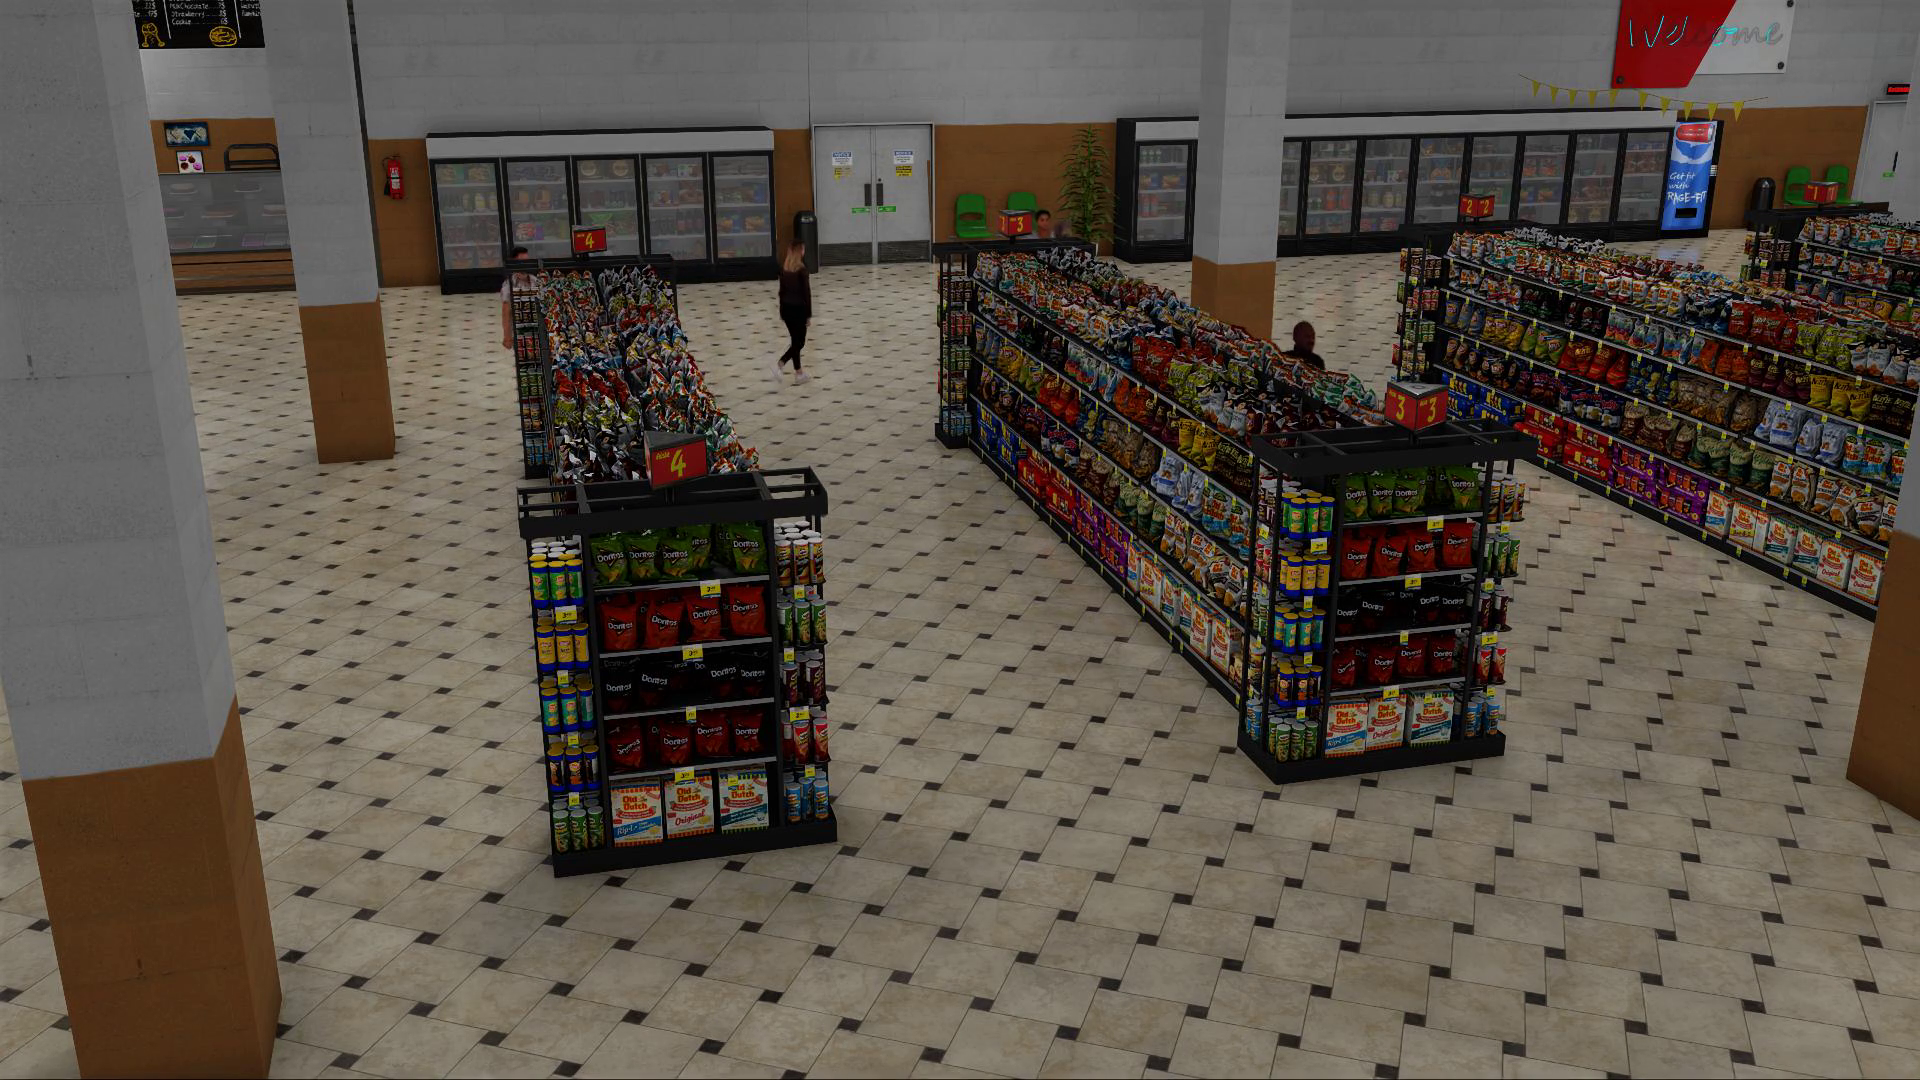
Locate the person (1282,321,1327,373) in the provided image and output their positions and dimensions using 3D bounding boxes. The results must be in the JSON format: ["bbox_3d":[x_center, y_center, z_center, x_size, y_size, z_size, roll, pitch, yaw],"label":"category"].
[{"bbox_3d":[2.787,-0.980,14.147,0.735,1.808,0.806,-6,20,-18],"label":"person"}]

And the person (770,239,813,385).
[{"bbox_3d":[-1.962,-2.588,19.111,1.009,1.684,1.011,14,23,36],"label":"person"}]

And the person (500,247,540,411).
[{"bbox_3d":[-4.751,-2.237,17.965,0.897,1.752,0.835,10,21,27],"label":"person"}]

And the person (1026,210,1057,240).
[{"bbox_3d":[1.055,-3.377,21.410,0.723,1.711,1.162,-7,20,-21],"label":"person"}]
